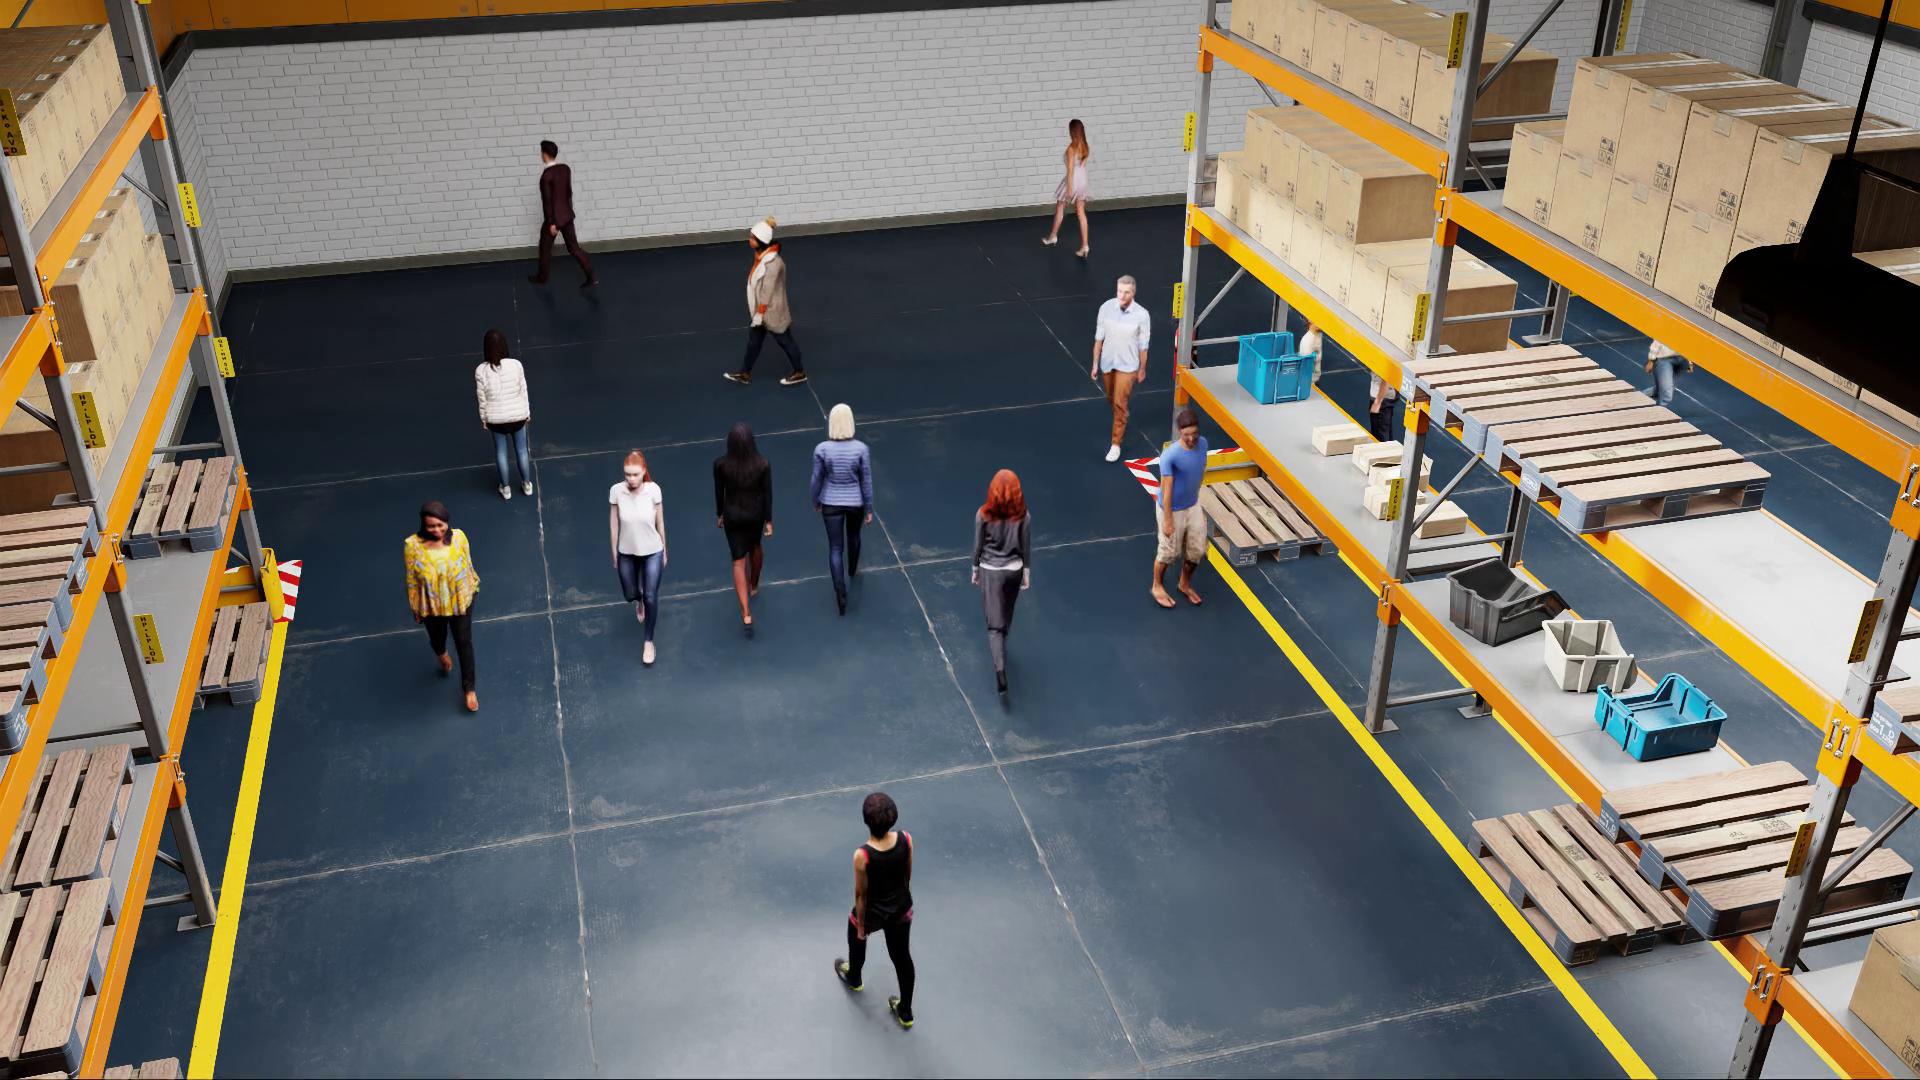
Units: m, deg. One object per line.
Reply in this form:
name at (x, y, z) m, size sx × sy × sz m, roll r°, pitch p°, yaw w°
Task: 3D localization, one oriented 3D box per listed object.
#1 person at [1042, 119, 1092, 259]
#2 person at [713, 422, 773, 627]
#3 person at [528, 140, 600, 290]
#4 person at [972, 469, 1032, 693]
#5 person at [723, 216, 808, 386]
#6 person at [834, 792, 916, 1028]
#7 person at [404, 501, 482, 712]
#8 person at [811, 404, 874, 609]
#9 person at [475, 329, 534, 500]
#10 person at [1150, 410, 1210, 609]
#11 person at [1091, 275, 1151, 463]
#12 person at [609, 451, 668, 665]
person at (1.543, -4.464, 21.281) m, size 1.061 × 1.735 × 0.885 m, roll 25°, pitch 37°, yaw 38°
person at (-1.732, -0.111, 13.352) m, size 0.656 × 1.686 × 1.174 m, roll -6°, pitch 29°, yaw -10°
person at (-4.782, -3.880, 20.116) m, size 1.294 × 1.826 × 1.223 m, roll 16°, pitch 33°, yaw 27°
person at (0.311, 0.323, 12.498) m, size 0.712 × 1.742 × 1.168 m, roll -3°, pitch 29°, yaw -6°
person at (-1.894, -2.475, 17.520) m, size 0.888 × 1.845 × 1.112 m, roll -13°, pitch 31°, yaw -23°
person at (-0.401, 2.130, 9.409) m, size 0.692 × 1.528 × 0.927 m, roll -16°, pitch 32°, yaw -26°
person at (-3.864, 0.439, 12.408) m, size 0.812 × 1.625 × 1.086 m, roll -12°, pitch 31°, yaw -21°
person at (-0.963, -0.254, 13.594) m, size 0.806 × 1.705 × 1.144 m, roll -1°, pitch 29°, yaw -2°
person at (-4.183, -1.165, 15.337) m, size 0.602 × 1.636 × 0.543 m, roll -8°, pitch 30°, yaw -15°
person at (1.753, -0.283, 13.519) m, size 0.756 × 1.827 × 0.823 m, roll -23°, pitch 36°, yaw -36°
person at (1.574, -1.742, 16.227) m, size 1.148 × 1.795 × 1.235 m, roll 14°, pitch 32°, yaw 24°
person at (-2.485, 0.076, 12.975) m, size 0.672 × 1.719 × 0.975 m, roll -2°, pitch 29°, yaw -4°
